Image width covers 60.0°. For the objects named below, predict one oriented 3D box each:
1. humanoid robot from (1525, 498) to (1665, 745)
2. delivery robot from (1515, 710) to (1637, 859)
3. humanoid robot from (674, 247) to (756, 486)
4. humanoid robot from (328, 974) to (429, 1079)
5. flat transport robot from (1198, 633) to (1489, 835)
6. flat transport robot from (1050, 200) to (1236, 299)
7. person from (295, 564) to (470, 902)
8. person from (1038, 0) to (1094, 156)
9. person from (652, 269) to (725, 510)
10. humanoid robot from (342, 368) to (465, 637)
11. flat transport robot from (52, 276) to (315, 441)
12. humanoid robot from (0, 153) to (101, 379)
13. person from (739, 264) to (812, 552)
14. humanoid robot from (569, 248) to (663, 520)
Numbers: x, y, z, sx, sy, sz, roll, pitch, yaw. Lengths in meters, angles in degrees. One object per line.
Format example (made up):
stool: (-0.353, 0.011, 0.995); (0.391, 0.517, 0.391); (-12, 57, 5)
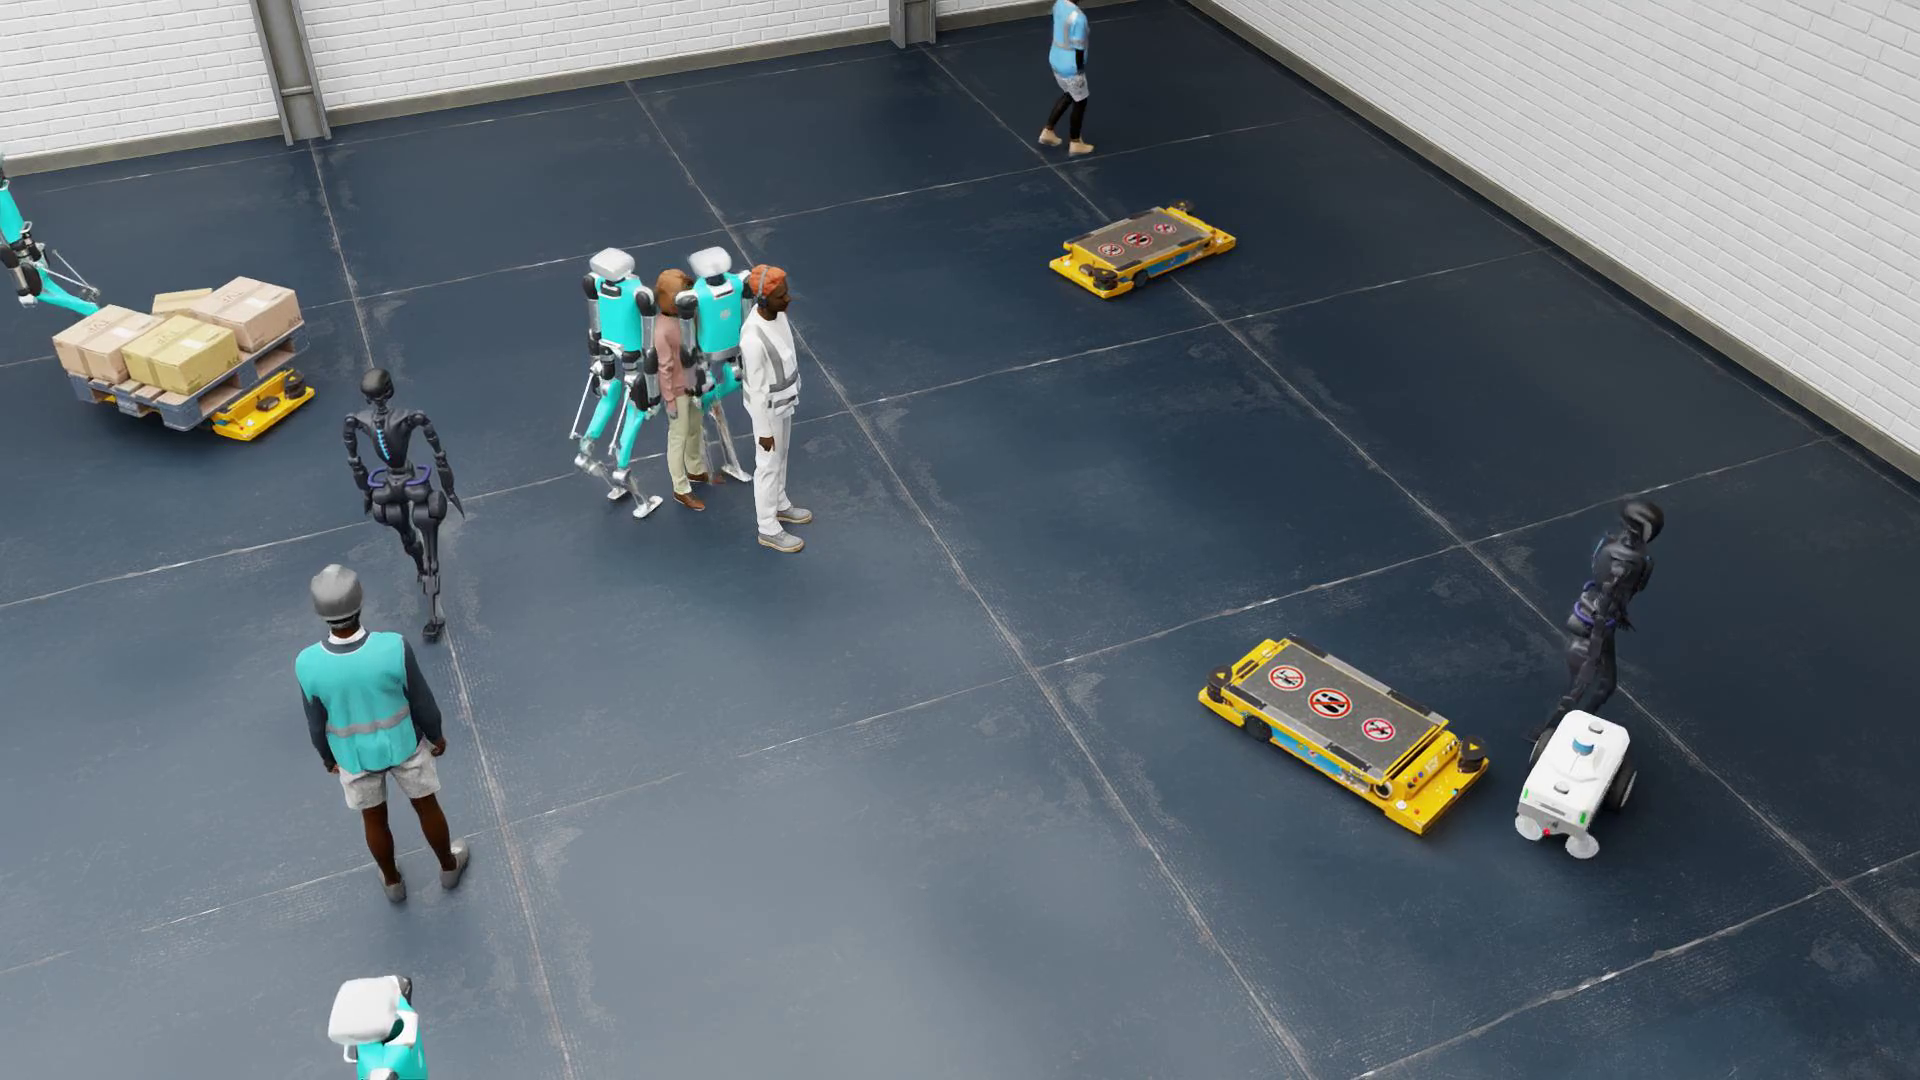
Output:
humanoid robot: (3.289, 0.462, 8.526); (0.463, 1.654, 0.595); (20, 42, 24)
delivery robot: (3.137, 1.209, 8.470); (0.515, 0.601, 0.773); (23, 43, 27)
humanoid robot: (-1.584, -1.073, 10.504); (0.536, 1.830, 0.712); (-23, 43, -27)
humanoid robot: (-2.337, 2.270, 6.124); (0.947, 1.768, 0.547); (-5, 38, -7)
flat transport robot: (2.057, 0.995, 8.978); (1.431, 0.231, 0.659); (31, 47, 34)
flat transport robot: (1.474, -2.332, 13.310); (1.431, 0.231, 0.659); (-25, 44, -29)
person: (-2.680, 0.936, 7.690); (0.576, 1.933, 0.439); (-11, 39, -14)
person: (0.978, -4.151, 14.511); (0.455, 1.677, 0.552); (-12, 39, -15)
person: (-1.718, -0.958, 10.398); (0.264, 1.631, 0.506); (12, 39, 15)
humanoid robot: (-3.164, -0.265, 9.507); (0.584, 1.623, 0.798); (-2, 38, -2)
flat transport robot: (-5.326, -1.081, 11.681); (1.431, 0.231, 0.659); (16, 40, 19)
humanoid robot: (-6.225, -1.846, 11.486); (0.754, 1.802, 0.532); (-9, 38, -12)
person: (-1.119, -0.802, 9.992); (0.337, 1.882, 0.583); (5, 38, 6)
humanoid robot: (-2.144, -0.879, 10.160); (0.532, 1.736, 0.692); (20, 42, 24)
